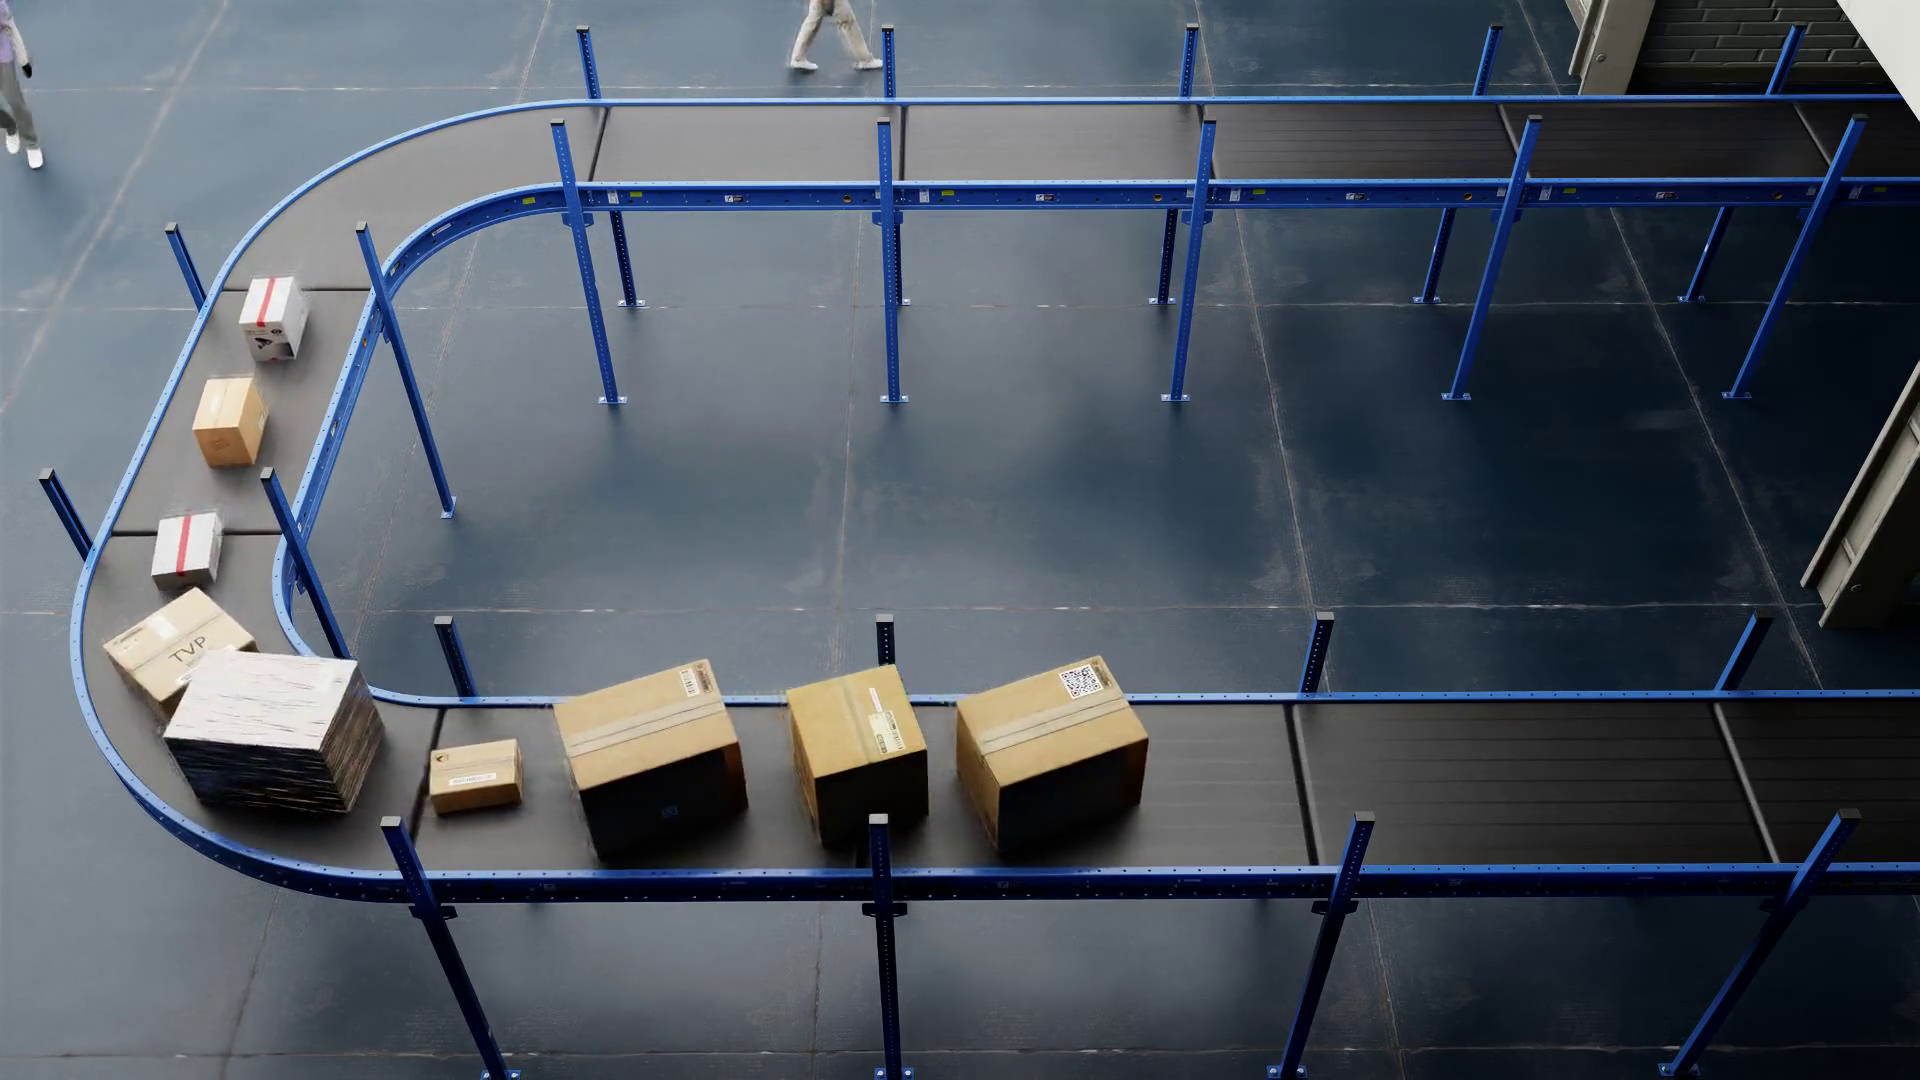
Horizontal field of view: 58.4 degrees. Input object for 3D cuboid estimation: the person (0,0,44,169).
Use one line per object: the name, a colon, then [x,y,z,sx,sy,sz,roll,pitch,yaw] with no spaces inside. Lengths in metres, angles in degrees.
person: [-7.651,-3.790,13.505,0.608,1.911,0.429,-13,48,-12]

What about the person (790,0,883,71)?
person: [-1.103,-4.694,14.566,0.847,1.595,0.529,-10,48,-9]
